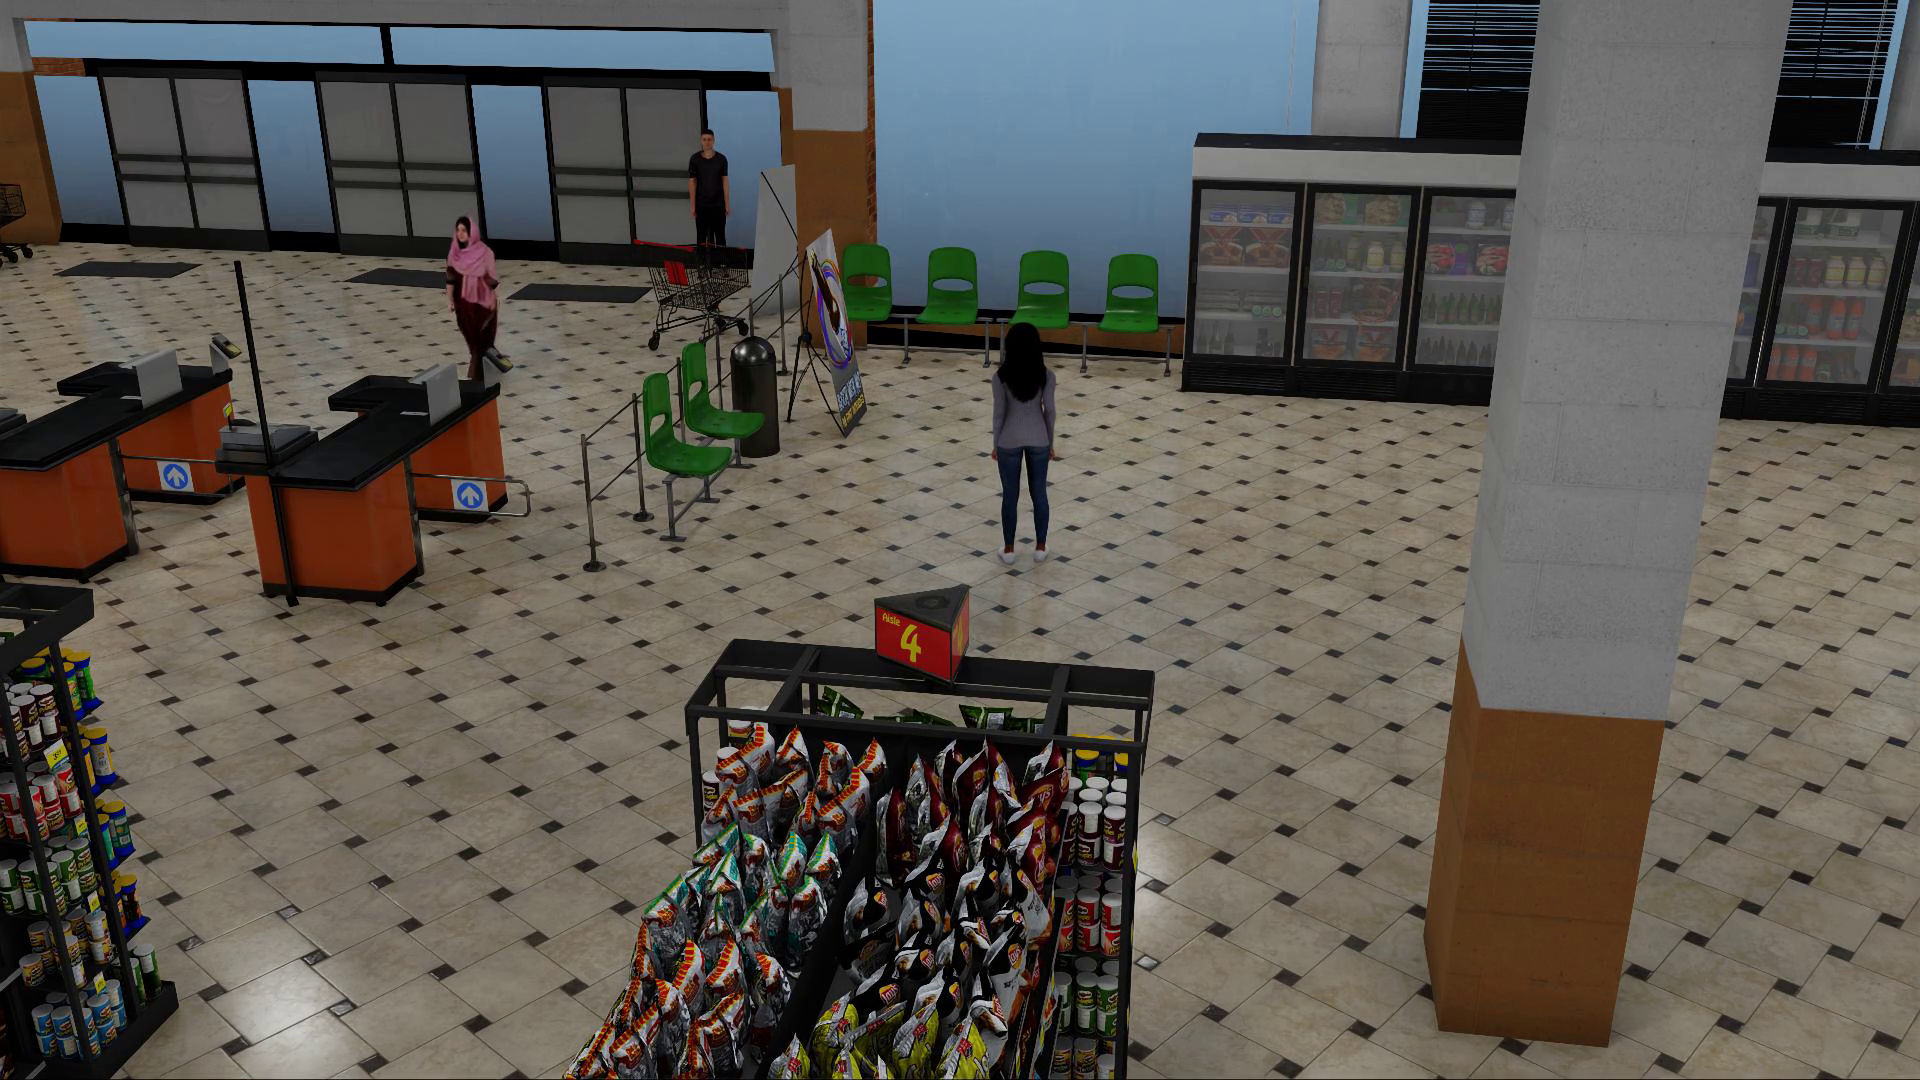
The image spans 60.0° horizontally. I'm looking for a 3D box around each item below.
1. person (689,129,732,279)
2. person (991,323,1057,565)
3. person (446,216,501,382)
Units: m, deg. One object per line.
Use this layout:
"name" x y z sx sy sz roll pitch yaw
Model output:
"person" -3.014 -4.060 20.080 0.712 1.764 0.682 -5 22 -11
"person" 0.447 -0.674 11.683 0.656 1.741 0.605 -2 22 -4
"person" -4.595 -2.283 15.882 0.627 1.596 1.055 4 22 9
